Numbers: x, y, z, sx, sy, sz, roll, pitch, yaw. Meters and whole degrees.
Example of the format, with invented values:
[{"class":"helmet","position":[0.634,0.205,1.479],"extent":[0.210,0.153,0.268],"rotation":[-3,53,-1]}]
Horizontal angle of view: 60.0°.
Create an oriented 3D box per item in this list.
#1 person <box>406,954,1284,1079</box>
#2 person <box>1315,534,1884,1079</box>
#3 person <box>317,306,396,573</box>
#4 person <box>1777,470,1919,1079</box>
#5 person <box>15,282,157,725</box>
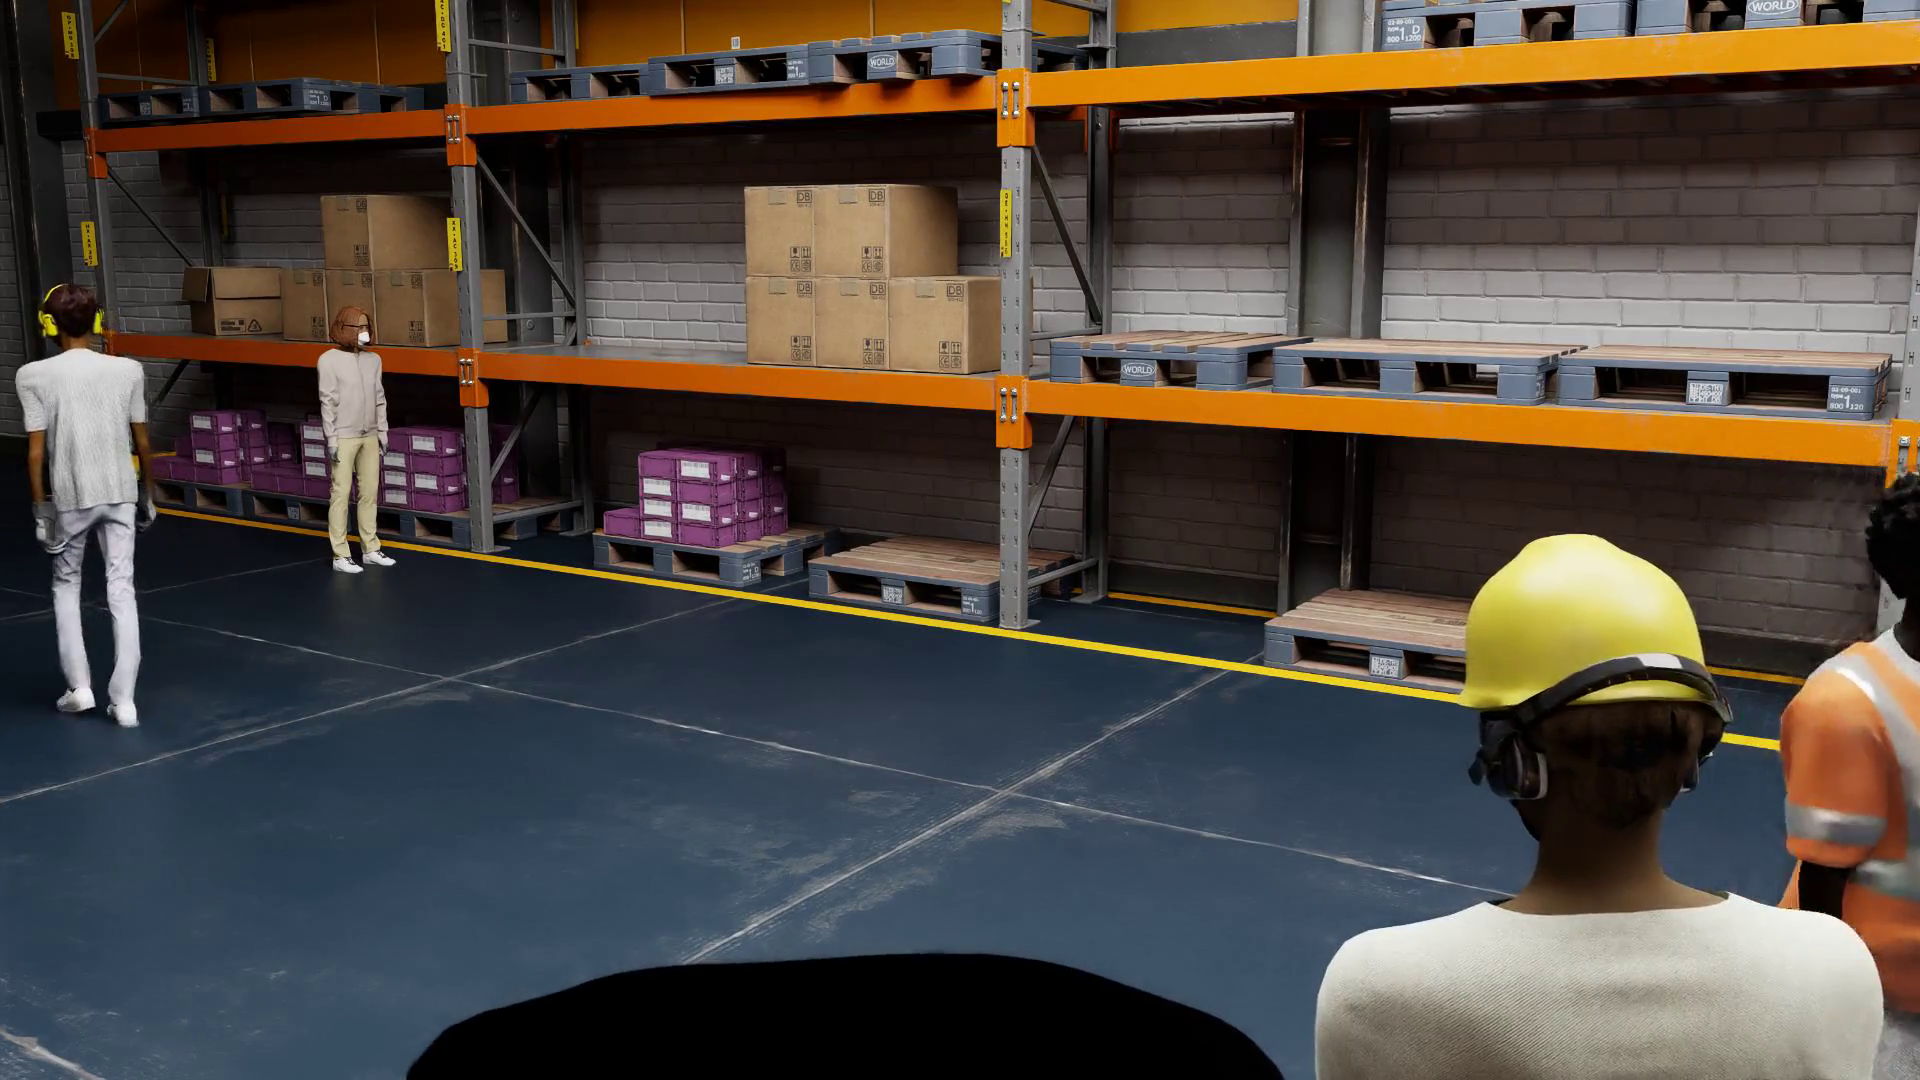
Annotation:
[{"class":"person","position":[-0.084,0.891,1.034],"extent":[0.598,1.917,0.375],"rotation":[-1,10,-4]},{"class":"person","position":[0.568,0.869,1.598],"extent":[0.524,1.761,0.327],"rotation":[-1,10,-5]},{"class":"person","position":[-3.708,-0.617,10.205],"extent":[0.277,1.629,0.497],"rotation":[5,11,27]},{"class":"person","position":[1.510,0.698,2.755],"extent":[0.539,1.683,0.444],"rotation":[-4,11,-22]},{"class":"person","position":[-3.668,-0.152,7.031],"extent":[0.510,1.846,0.657],"rotation":[-7,12,-35]}]
